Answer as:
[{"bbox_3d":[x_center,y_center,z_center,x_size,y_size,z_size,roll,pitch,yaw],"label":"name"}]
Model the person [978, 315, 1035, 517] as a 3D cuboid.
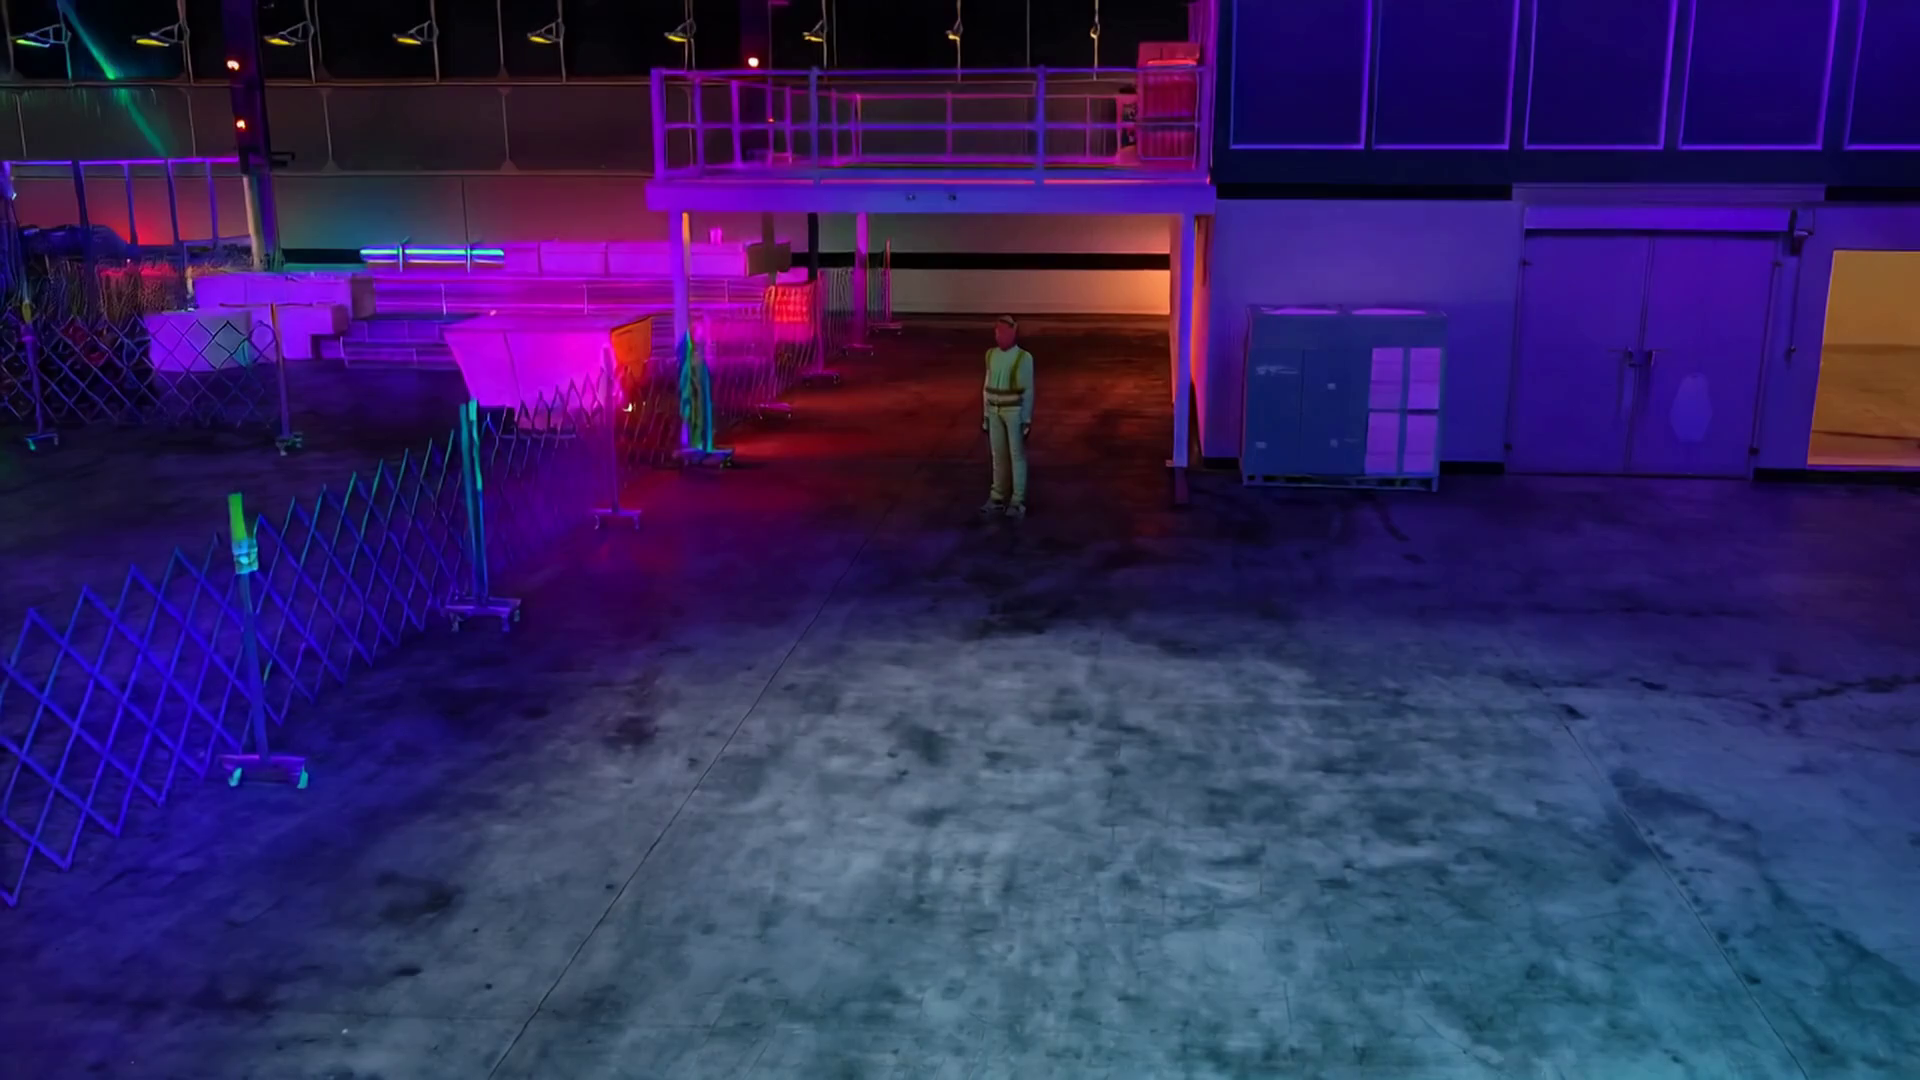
[{"bbox_3d":[0.438,-1.166,15.626,0.573,1.887,0.355,12,18,39],"label":"person"}]
